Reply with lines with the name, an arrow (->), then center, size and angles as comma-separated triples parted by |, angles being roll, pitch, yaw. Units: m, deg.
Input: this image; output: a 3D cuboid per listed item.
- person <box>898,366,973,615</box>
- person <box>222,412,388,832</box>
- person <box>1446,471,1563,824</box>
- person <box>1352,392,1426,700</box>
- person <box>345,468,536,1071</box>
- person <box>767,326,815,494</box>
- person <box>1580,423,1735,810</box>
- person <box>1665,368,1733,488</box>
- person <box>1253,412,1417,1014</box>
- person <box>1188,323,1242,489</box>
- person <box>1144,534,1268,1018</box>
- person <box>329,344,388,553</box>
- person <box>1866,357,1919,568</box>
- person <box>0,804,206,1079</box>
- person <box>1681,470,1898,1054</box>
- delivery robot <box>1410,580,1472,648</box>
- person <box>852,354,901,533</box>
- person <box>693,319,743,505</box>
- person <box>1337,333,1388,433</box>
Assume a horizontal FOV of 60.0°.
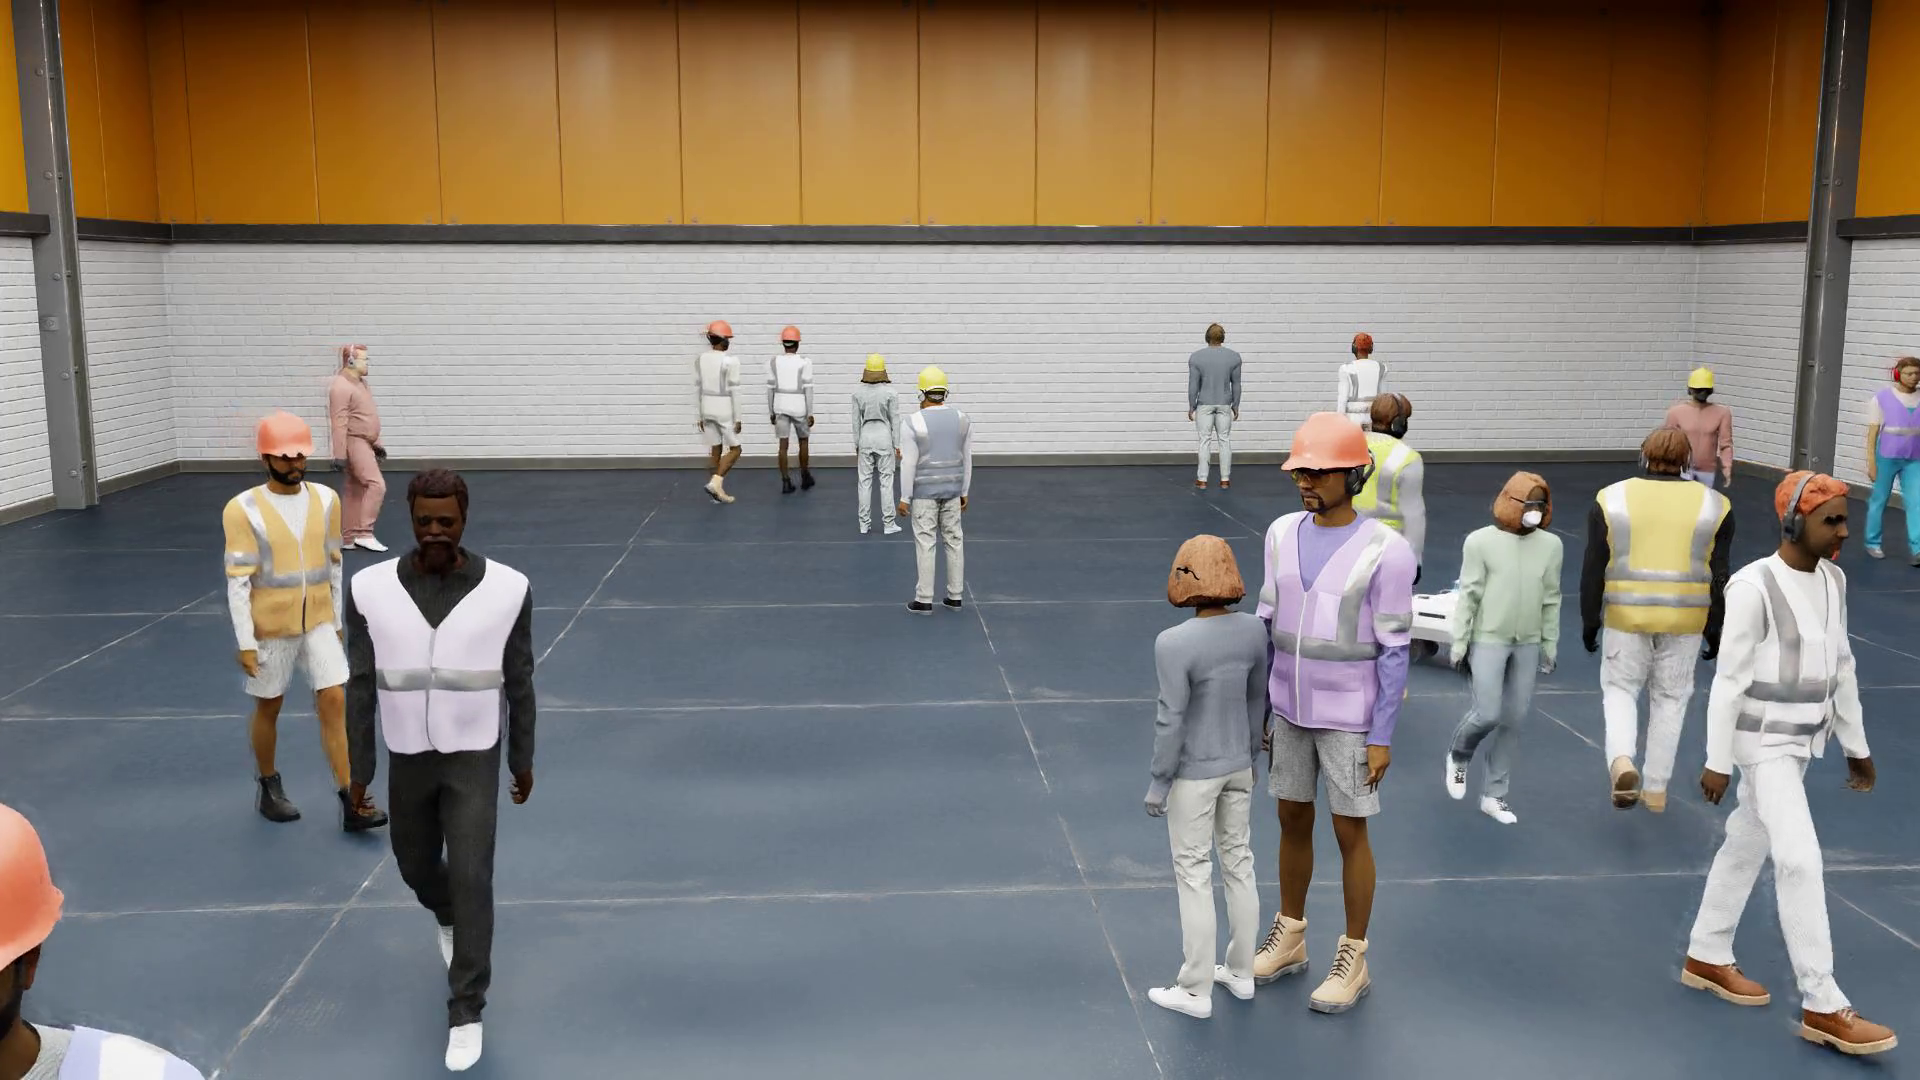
person -> -0.193, -0.362, 12.280 | 0.586, 1.835, 0.403 | -5, 10, -29
person -> -2.938, 0.384, 7.399 | 0.937, 1.890, 0.573 | 8, 12, 43
person -> 2.498, 0.482, 7.626 | 0.519, 1.614, 0.392 | -2, 9, -13
person -> 2.437, 0.055, 9.680 | 0.448, 1.828, 0.651 | -6, 11, -35
person -> -1.705, 0.687, 5.528 | 0.595, 1.898, 0.867 | -1, 9, -8
person -> -1.923, -1.517, 19.278 | 0.571, 1.909, 0.836 | 1, 9, 9
person -> 3.186, 0.384, 7.644 | 0.639, 1.830, 0.595 | 3, 10, 20
person -> 6.298, -0.619, 14.251 | 0.528, 1.721, 0.877 | 2, 9, 12
person -> 1.238, 0.582, 5.697 | 0.370, 2.044, 0.608 | -8, 12, -41
person -> 2.975, -1.560, 19.475 | 0.634, 1.940, 0.367 | -1, 9, -3
person -> 0.836, 0.794, 5.646 | 0.507, 1.632, 0.268 | -7, 11, -37
person -> -5.381, -0.824, 15.036 | 0.592, 1.886, 0.649 | -2, 9, -10
person -> 8.116, -0.671, 14.326 | 0.593, 1.789, 0.972 | 1, 9, 4
person -> -1.157, 1.231, 1.994 | 0.580, 1.922, 0.450 | -2, 9, -13
person -> 2.807, 0.710, 5.457 | 0.595, 1.850, 0.877 | -7, 11, -36
delivery robot -> 3.187, 0.499, 10.580 | 0.707, 0.478, 0.477 | 8, 12, 39
person -> -0.804, -0.931, 16.128 | 0.487, 1.746, 0.286 | 2, 9, 14
person -> -2.617, -1.364, 17.997 | 0.605, 2.030, 0.507 | 5, 10, 30
person -> 4.294, -1.273, 17.850 | 0.574, 1.883, 0.356 | -3, 9, -17
